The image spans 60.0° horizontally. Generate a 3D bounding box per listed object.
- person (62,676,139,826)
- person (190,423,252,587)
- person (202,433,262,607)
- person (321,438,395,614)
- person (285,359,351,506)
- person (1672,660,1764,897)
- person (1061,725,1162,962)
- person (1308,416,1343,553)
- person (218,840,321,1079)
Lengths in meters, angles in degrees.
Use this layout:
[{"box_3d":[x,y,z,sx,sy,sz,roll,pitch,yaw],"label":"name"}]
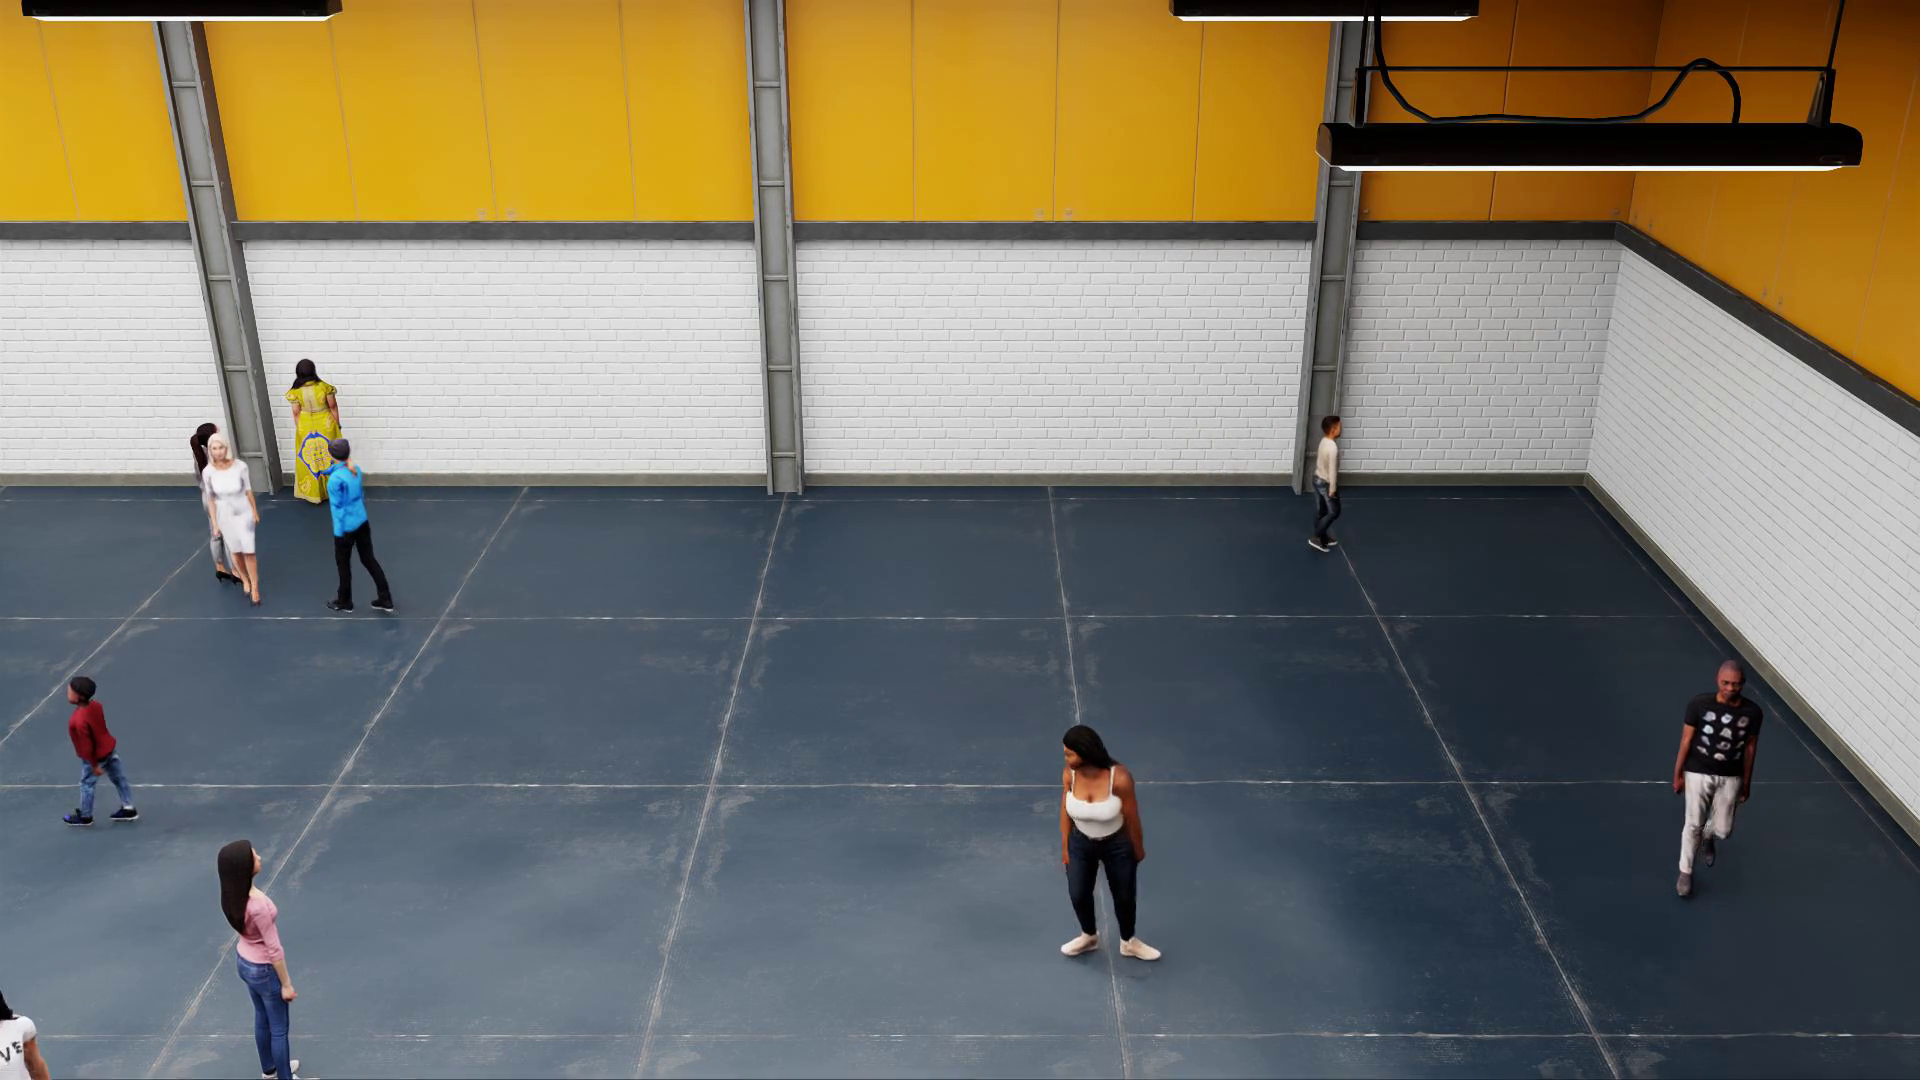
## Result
[{"box_3d":[-6.426,1.588,12.511,0.723,1.240,0.506,1,24,2],"label":"person"},{"box_3d":[-7.312,-0.355,16.411,0.672,1.677,0.777,13,27,26],"label":"person"},{"box_3d":[-7.027,-0.246,16.098,0.843,1.727,0.815,-10,25,-21],"label":"person"},{"box_3d":[-5.690,-0.111,15.719,0.984,1.784,0.807,8,25,17],"label":"person"},{"box_3d":[-7.099,-1.205,18.377,0.873,1.660,1.024,-9,25,-19],"label":"person"},{"box_3d":[5.309,1.629,11.728,0.877,1.793,0.879,8,25,18],"label":"person"},{"box_3d":[0.988,1.998,10.904,0.716,1.776,0.976,3,24,7],"label":"person"},{"box_3d":[3.742,-0.587,17.216,0.636,1.457,0.613,-4,24,-8],"label":"person"},{"box_3d":[-4.101,2.509,9.776,0.643,1.742,0.712,20,31,38],"label":"person"}]
